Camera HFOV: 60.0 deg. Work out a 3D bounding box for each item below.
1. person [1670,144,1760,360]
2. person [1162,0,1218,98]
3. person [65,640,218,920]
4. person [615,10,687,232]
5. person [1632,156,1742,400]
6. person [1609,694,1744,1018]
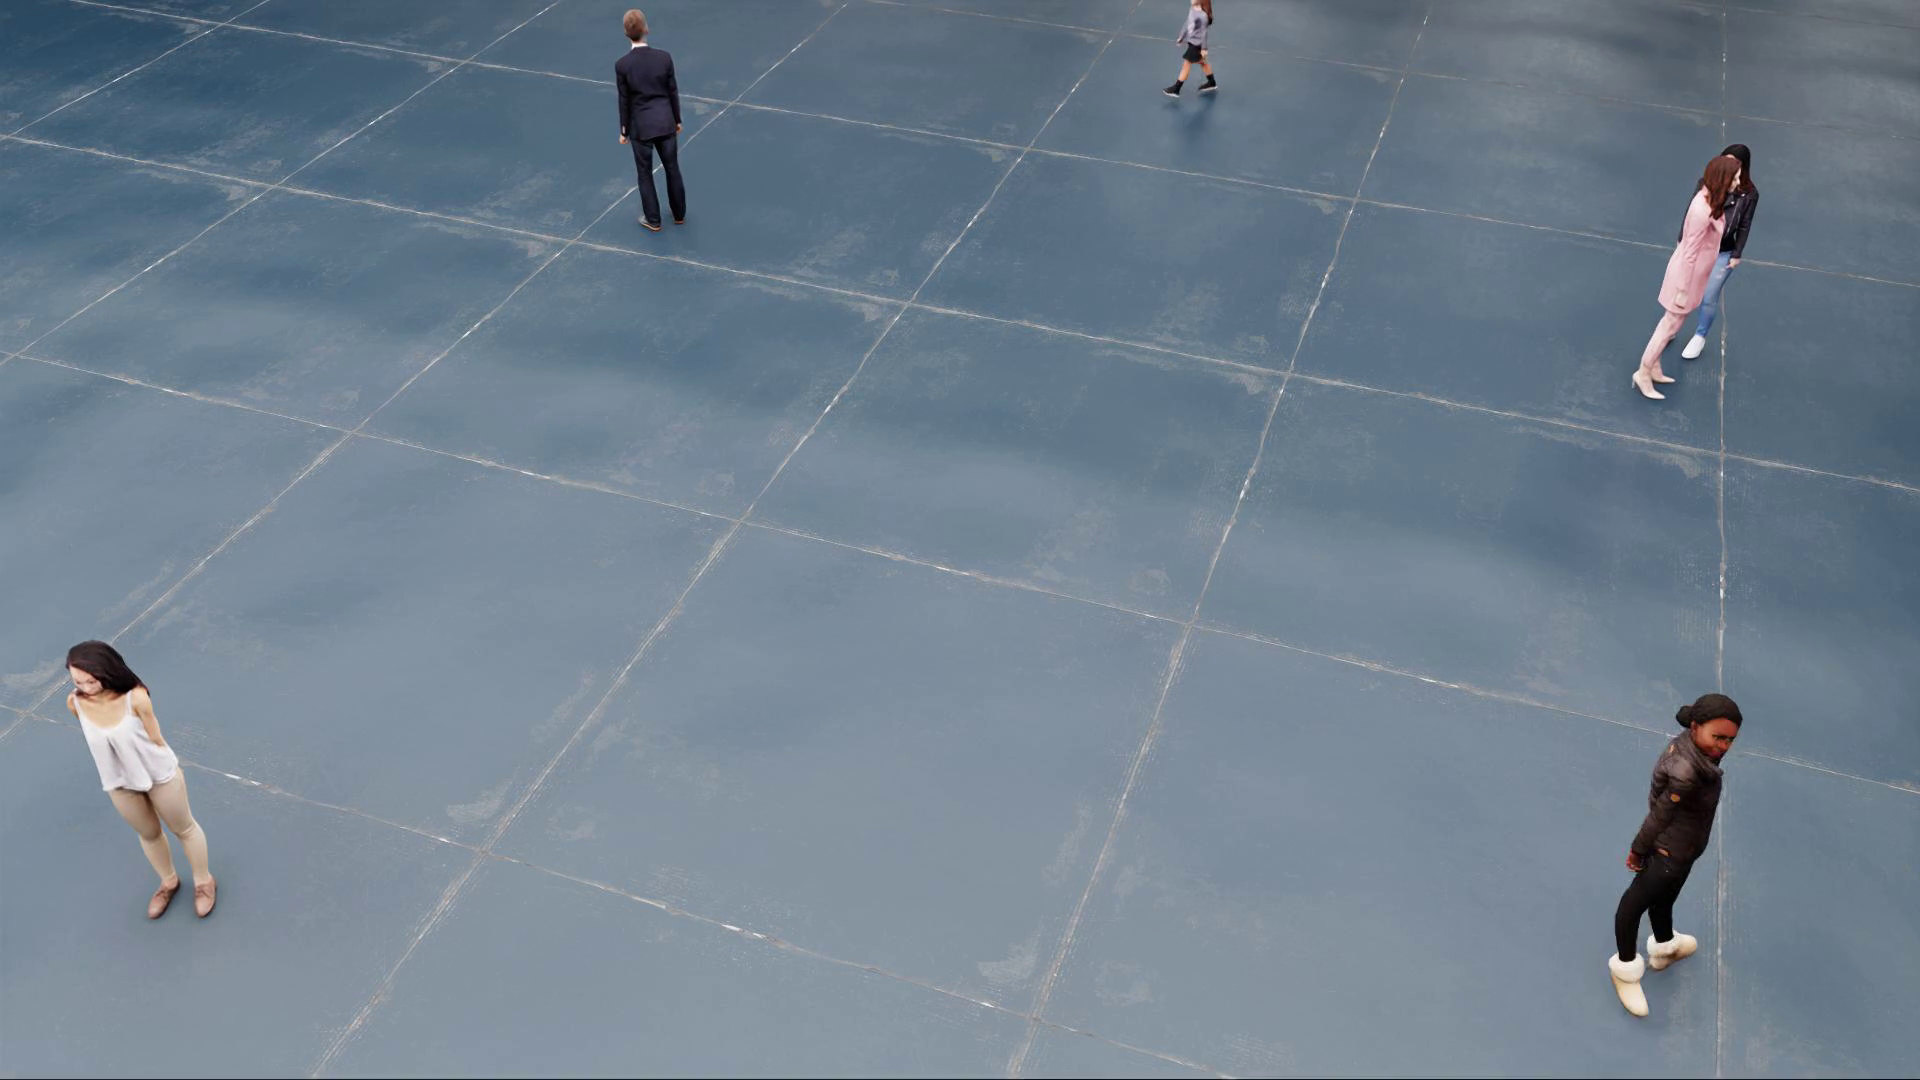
[{"bbox_3d":[5.411,-2.095,12.013,0.695,1.630,0.678,28,46,31],"label":"person"},{"bbox_3d":[2.312,-4.771,15.884,0.782,1.076,0.805,-8,39,-10],"label":"person"},{"bbox_3d":[-3.895,1.099,7.914,0.693,1.651,0.637,11,39,14],"label":"person"},{"bbox_3d":[-2.520,-3.409,13.543,0.774,1.815,0.834,-16,41,-19],"label":"person"},{"bbox_3d":[5.025,-1.815,11.519,0.710,1.798,0.526,21,43,24],"label":"person"},{"bbox_3d":[3.226,1.414,7.522,0.852,1.638,0.677,-8,39,-10],"label":"person"}]
